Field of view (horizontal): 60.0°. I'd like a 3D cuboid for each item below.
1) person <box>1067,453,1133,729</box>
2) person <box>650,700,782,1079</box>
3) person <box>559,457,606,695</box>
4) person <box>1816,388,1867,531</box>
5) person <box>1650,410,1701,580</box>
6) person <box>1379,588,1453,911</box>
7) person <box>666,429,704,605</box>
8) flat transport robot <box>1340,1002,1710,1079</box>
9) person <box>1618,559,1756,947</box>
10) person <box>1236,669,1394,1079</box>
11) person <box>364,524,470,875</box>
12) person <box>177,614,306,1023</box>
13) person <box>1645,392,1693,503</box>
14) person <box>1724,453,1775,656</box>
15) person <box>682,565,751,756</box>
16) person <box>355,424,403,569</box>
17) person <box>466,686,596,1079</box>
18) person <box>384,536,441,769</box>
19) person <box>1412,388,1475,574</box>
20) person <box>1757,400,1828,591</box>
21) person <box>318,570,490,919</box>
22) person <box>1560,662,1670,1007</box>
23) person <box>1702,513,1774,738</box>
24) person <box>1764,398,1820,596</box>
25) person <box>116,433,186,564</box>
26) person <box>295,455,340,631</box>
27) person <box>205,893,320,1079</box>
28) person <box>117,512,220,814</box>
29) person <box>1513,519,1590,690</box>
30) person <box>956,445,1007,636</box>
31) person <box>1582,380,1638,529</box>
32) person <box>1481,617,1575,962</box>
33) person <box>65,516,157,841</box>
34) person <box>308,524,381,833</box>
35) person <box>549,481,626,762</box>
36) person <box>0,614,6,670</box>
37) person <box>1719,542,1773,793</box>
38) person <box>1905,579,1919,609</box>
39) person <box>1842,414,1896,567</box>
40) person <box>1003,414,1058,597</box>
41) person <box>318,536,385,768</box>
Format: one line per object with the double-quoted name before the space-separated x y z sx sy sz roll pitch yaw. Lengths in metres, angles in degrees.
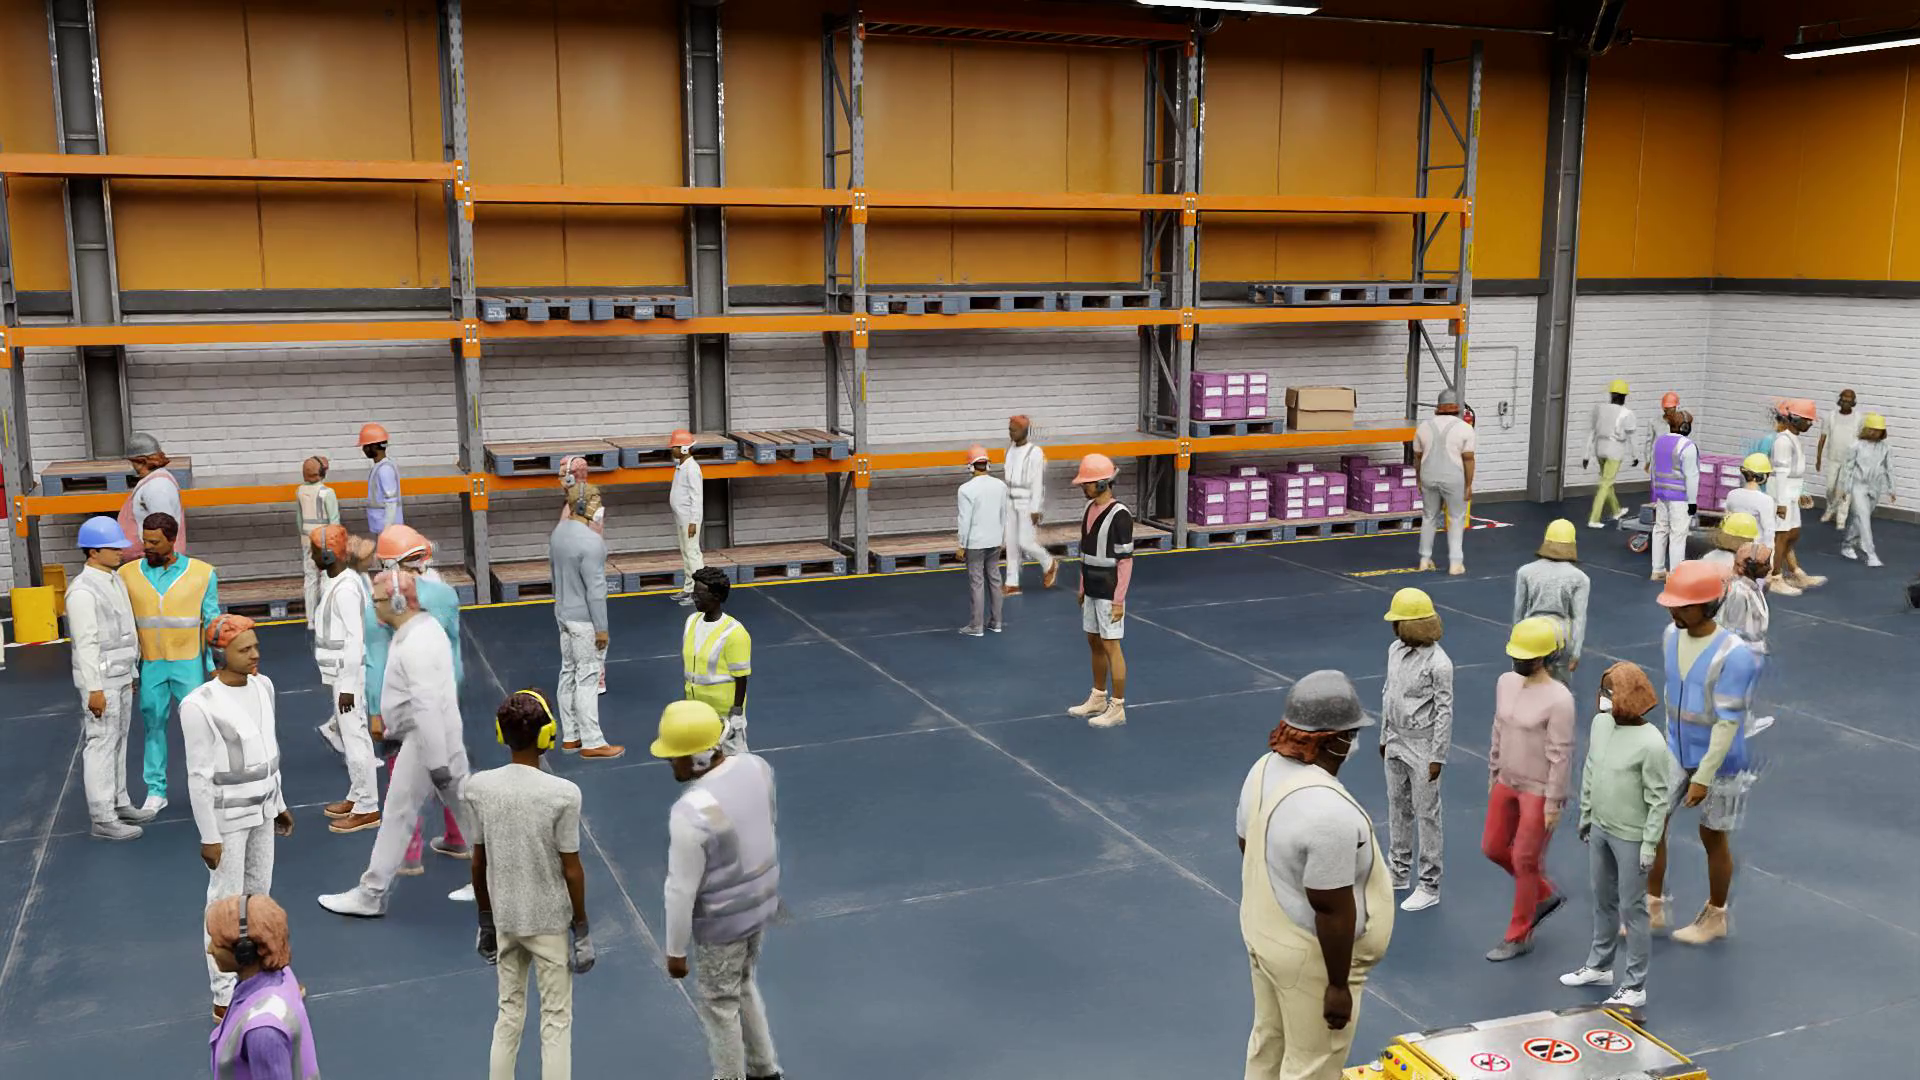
"person" 1.023 0.373 12.280 0.393 2.033 0.614 -4 11 -23
"person" -0.942 1.486 6.585 0.425 1.808 0.621 4 11 24
"person" -3.010 0.288 13.150 0.401 1.904 0.650 -2 10 -12
"person" 11.222 -1.050 21.180 0.528 1.809 0.763 6 11 31
"person" 7.566 -0.448 17.564 0.429 1.845 0.627 -3 10 -16
"person" 2.406 1.108 8.902 0.323 1.736 0.492 -4 11 -23
"person" -2.741 -0.230 16.563 0.342 1.748 0.572 -4 11 -23
"flat transport robot" 2.358 2.201 6.827 1.431 0.197 0.652 -3 10 -18
"person" 3.601 1.085 8.255 0.780 2.009 0.607 -3 10 -19
"person" 1.293 1.457 6.019 0.536 2.000 0.682 -2 10 -13
"person" -3.099 0.895 9.434 0.406 1.985 0.624 8 12 37
"person" -3.270 1.264 7.582 0.353 1.883 0.573 2 10 12
"person" 8.946 -1.003 21.064 0.556 1.743 0.358 10 14 44
"person" 6.877 0.124 14.492 0.309 1.769 0.525 -3 10 -19
"person" -1.437 0.985 9.726 0.532 1.697 0.319 8 13 40
"person" -5.352 -0.115 15.393 0.375 1.928 0.551 -4 11 -23
"person" -1.643 1.484 6.404 0.502 1.861 0.328 4 11 21
"person" -3.614 0.782 10.904 0.580 1.693 0.616 -2 10 -9
"person" 5.328 -0.664 18.240 0.692 2.000 0.535 8 12 37
"person" 8.588 -0.479 17.391 0.598 1.973 1.056 -10 14 -44
"person" -2.906 1.072 8.788 0.981 1.851 0.652 -2 10 -10
"person" 3.057 1.365 7.722 0.266 1.631 0.507 -3 10 -16
"person" 5.443 0.643 11.692 0.888 1.688 0.498 -2 10 -9
"person" 8.486 -0.439 17.009 0.431 2.025 0.628 8 13 39
"person" -6.691 0.114 13.756 0.536 2.000 0.688 -4 11 -23
"person" -5.885 0.043 15.309 0.517 1.645 0.307 5 11 28
"person" -2.059 1.838 4.978 0.310 1.638 0.522 -4 11 -23
"person" -4.914 0.765 10.373 0.589 1.915 0.398 -2 10 -14
"person" 4.022 0.700 11.370 0.496 1.694 0.900 5 11 26
"person" 0.175 0.003 15.248 0.564 1.742 0.347 -8 13 -40
"person" 8.329 -1.097 21.217 0.996 1.861 0.589 -7 12 -34
"person" 2.835 1.221 8.244 0.446 1.744 0.529 -4 11 -23
"person" -5.101 0.817 9.971 0.398 1.945 0.616 -2 10 -10
"person" -3.728 0.827 10.093 0.337 1.884 0.584 -4 11 -23
"person" -2.608 0.557 11.506 0.379 1.937 0.629 -7 12 -37
"person" -8.203 0.261 13.764 0.346 1.743 0.563 0 10 1
"person" 5.098 0.820 10.877 0.314 1.633 0.518 7 12 36
"person" 9.612 -0.215 16.020 0.800 1.920 0.552 2 10 9
"person" 10.223 -0.572 18.704 0.507 1.689 0.924 0 10 -1
"person" 0.660 -0.356 16.958 0.627 1.871 0.589 -8 12 -38
"person" -4.103 0.760 11.214 0.470 1.618 0.551 0 10 -2
